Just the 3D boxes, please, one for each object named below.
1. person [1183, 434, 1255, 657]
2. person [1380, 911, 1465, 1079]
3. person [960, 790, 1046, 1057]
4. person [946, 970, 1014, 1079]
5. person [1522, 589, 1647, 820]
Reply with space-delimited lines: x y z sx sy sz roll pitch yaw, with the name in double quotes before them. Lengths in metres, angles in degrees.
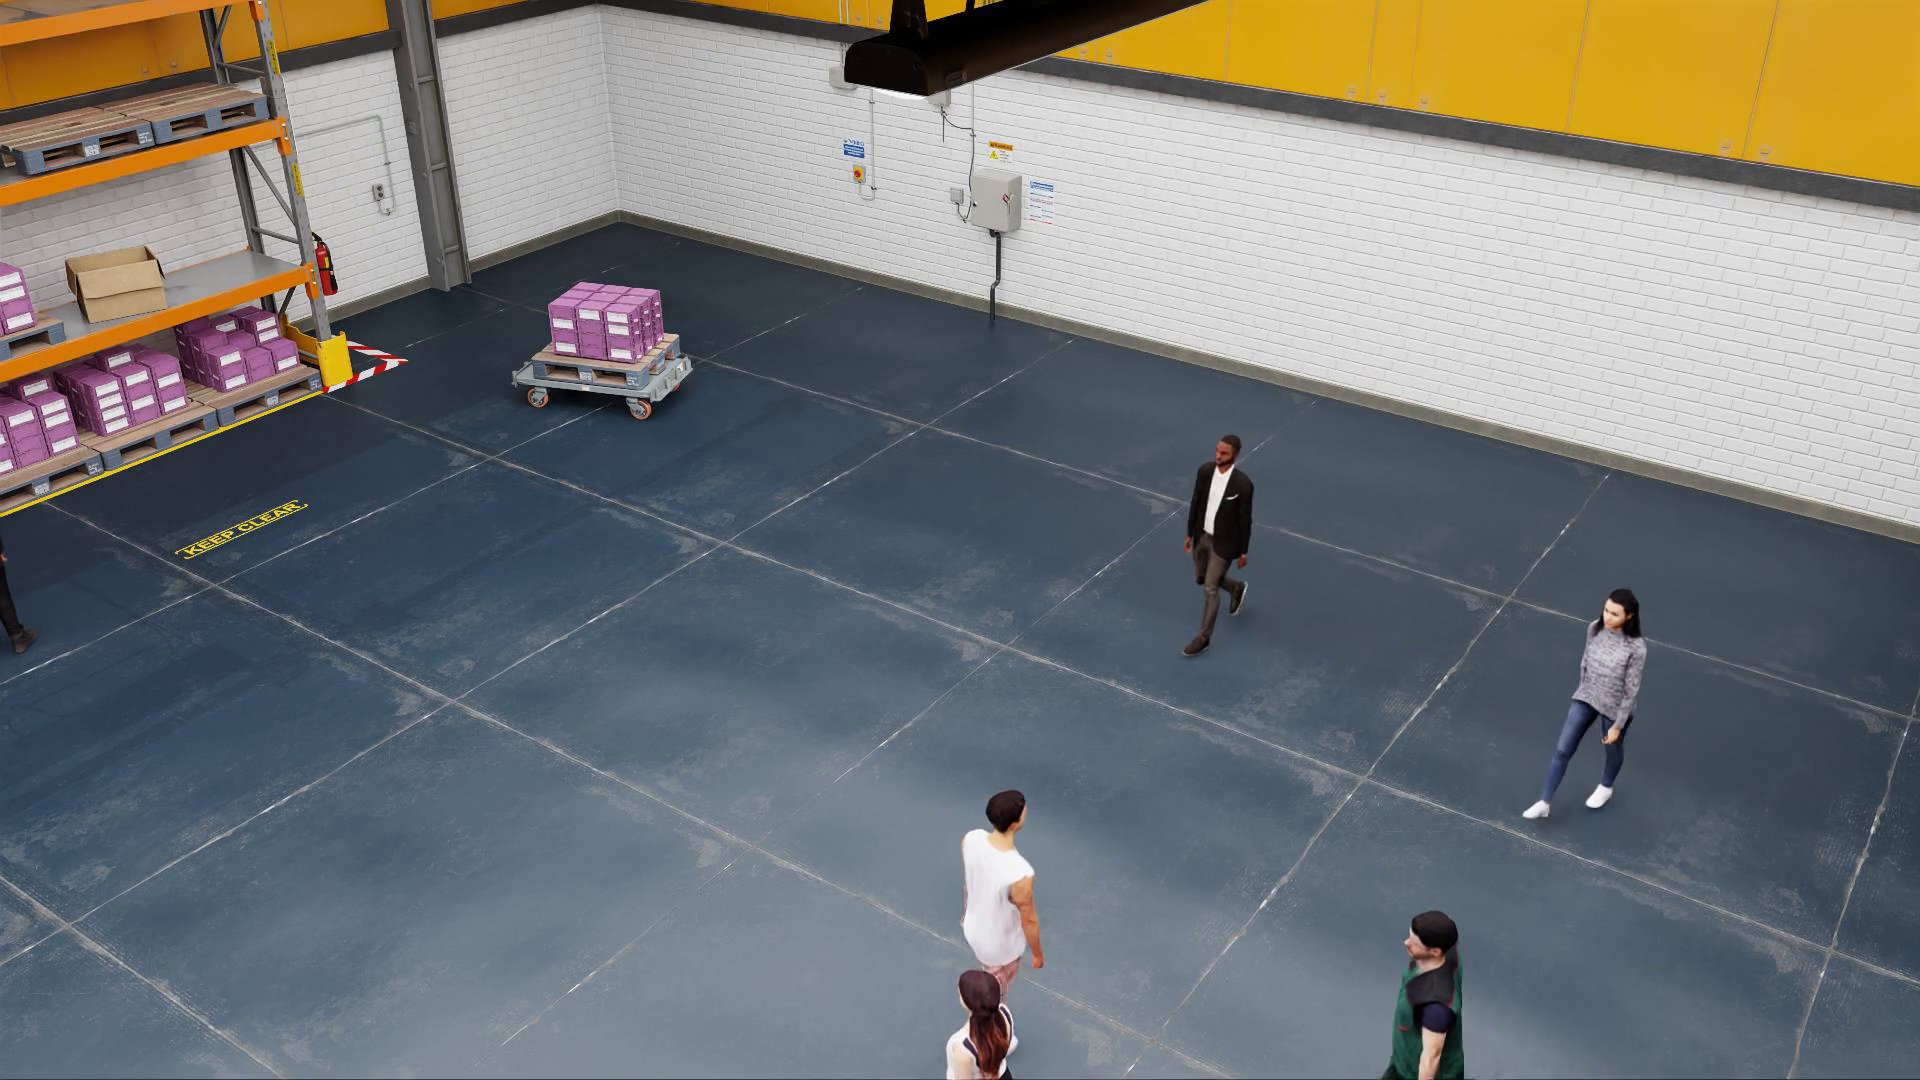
"person" 2.017 -0.007 12.763 1.121 1.780 0.814 -25 37 -38
"person" 2.352 2.558 7.979 1.107 1.859 1.269 7 29 13
"person" 0.123 2.119 8.873 0.767 1.773 0.763 -20 35 -32
"person" 0.113 2.701 7.939 0.596 1.647 0.448 19 34 30
"person" 4.279 1.063 10.891 1.102 1.695 0.796 -22 36 -35
